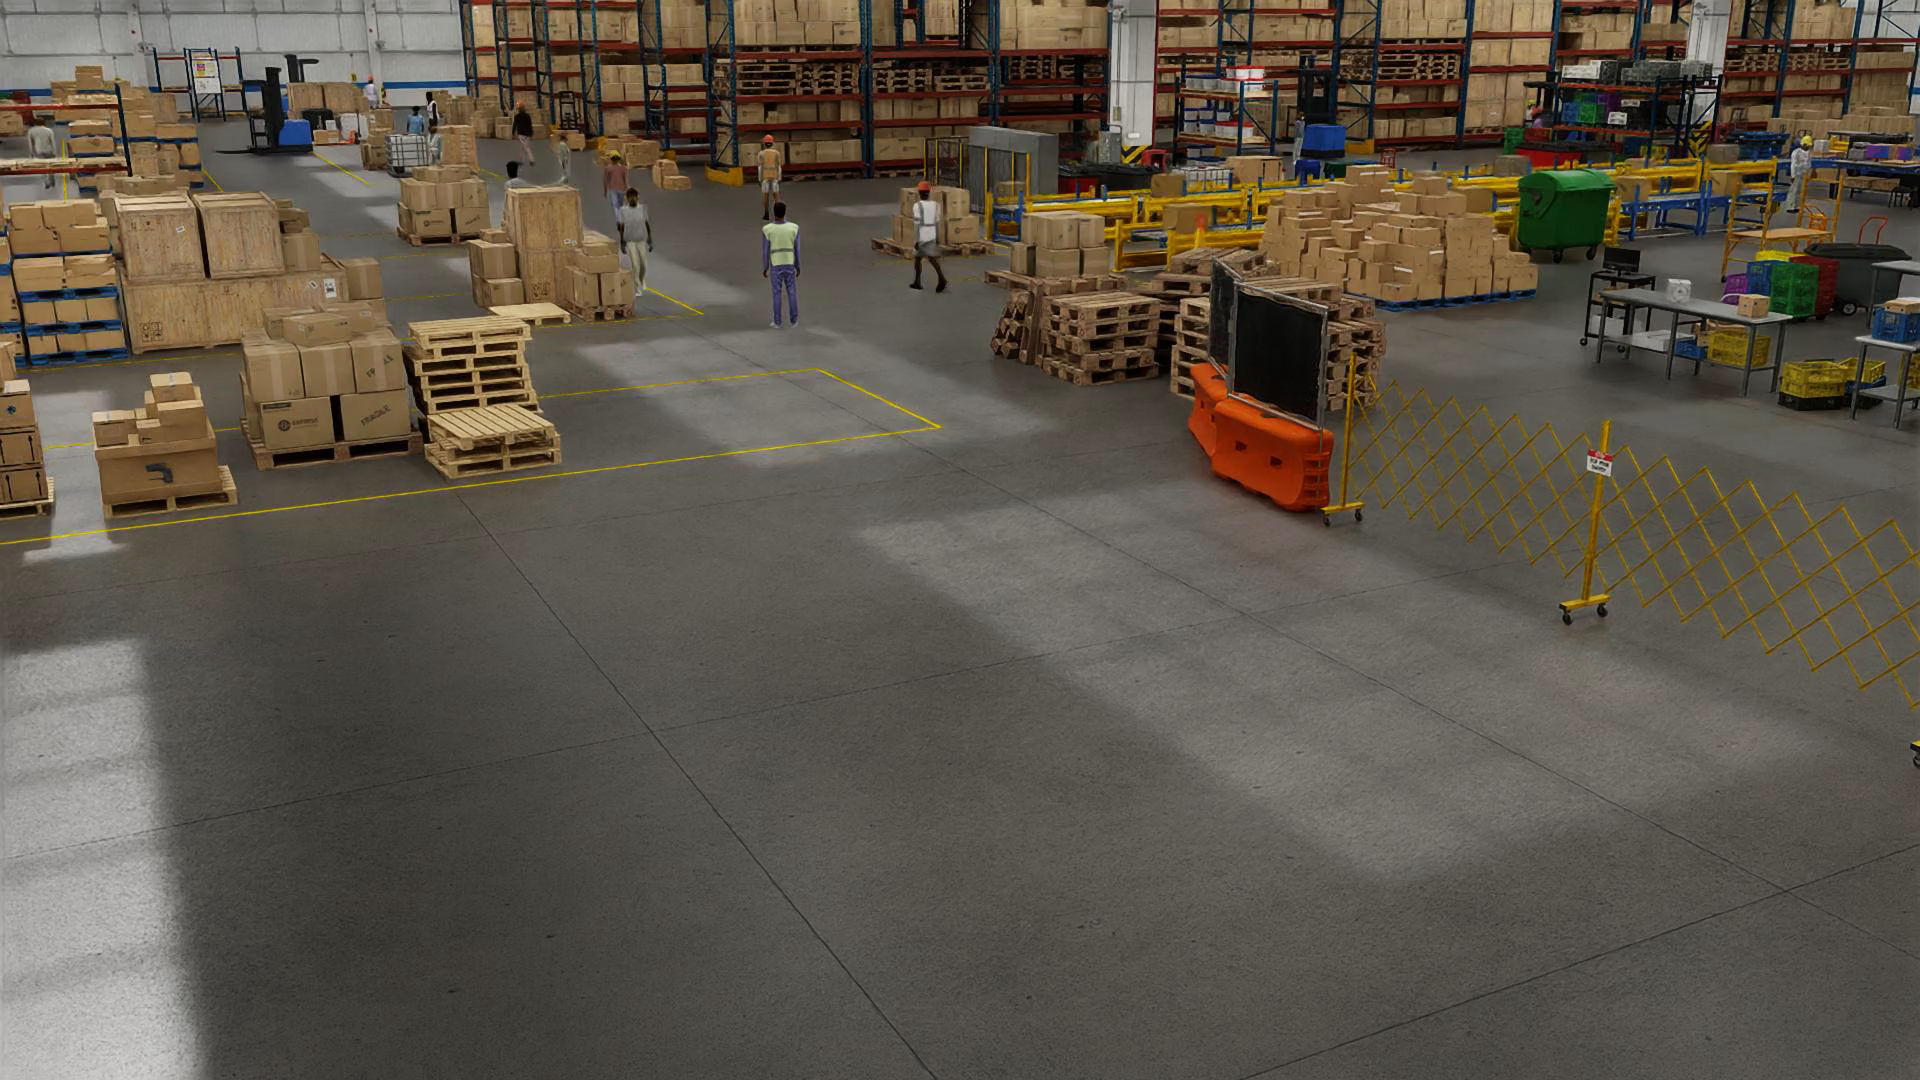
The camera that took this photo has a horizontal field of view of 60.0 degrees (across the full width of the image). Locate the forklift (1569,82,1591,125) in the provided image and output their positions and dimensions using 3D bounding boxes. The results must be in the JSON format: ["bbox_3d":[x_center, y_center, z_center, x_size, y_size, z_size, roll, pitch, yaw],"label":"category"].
[{"bbox_3d":[20.915,-14.576,56.277,1.873,2.768,1.129,-9,20,-27],"label":"forklift"}]

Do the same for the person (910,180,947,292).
[{"bbox_3d":[-0.548,-5.253,28.803,0.554,1.908,0.843,-13,22,-34],"label":"person"}]

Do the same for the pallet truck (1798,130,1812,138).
[{"bbox_3d":[25.526,-11.556,49.408,1.630,1.274,0.653,-9,20,-26],"label":"pallet truck"}]

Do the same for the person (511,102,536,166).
[{"bbox_3d":[-13.564,-12.602,51.658,1.033,1.946,0.611,12,21,32],"label":"person"}]

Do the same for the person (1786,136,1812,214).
[{"bbox_3d":[20.049,-8.710,39.676,0.589,1.833,0.404,-9,20,-26],"label":"person"}]

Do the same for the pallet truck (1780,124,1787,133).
[{"bbox_3d":[25.206,-12.542,52.601,1.601,1.201,0.680,0,18,-2],"label":"pallet truck"}]

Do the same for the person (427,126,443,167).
[{"bbox_3d":[-14.665,-10.746,46.409,0.544,1.587,0.876,9,20,25],"label":"person"}]

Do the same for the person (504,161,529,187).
[{"bbox_3d":[-8.589,-6.375,32.275,1.027,1.911,0.625,11,21,30],"label":"person"}]

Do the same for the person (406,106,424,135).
[{"bbox_3d":[-17.993,-13.510,54.967,0.554,1.633,0.901,-10,20,-28],"label":"person"}]

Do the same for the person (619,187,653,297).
[{"bbox_3d":[-5.530,-5.093,28.377,0.551,1.848,0.451,-4,18,-13],"label":"person"}]

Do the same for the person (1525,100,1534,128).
[{"bbox_3d":[19.558,-14.272,57.214,0.890,1.694,0.526,-5,19,-17],"label":"person"}]

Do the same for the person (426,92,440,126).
[{"bbox_3d":[-18.558,-14.818,58.596,0.393,1.912,0.589,-12,21,-33],"label":"person"}]

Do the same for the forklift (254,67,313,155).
[{"bbox_3d":[-22.858,-14.386,55.683,1.873,2.768,1.129,-9,20,-26],"label":"forklift"}]

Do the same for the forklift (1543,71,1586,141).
[{"bbox_3d":[18.685,-13.231,52.085,1.873,2.768,1.129,-9,20,-26],"label":"forklift"}]

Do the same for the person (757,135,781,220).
[{"bbox_3d":[-4.415,-8.396,38.531,0.552,1.935,0.370,-6,19,-17],"label":"person"}]

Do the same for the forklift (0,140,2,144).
[{"bbox_3d":[-35.424,-15.543,59.291,1.873,2.768,1.129,13,22,35],"label":"forklift"}]

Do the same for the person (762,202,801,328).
[{"bbox_3d":[-2.729,-4.205,25.494,0.587,1.920,0.392,-5,19,-16],"label":"person"}]

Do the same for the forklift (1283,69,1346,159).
[{"bbox_3d":[11.615,-13.871,54.079,1.129,2.768,1.873,-9,20,-27],"label":"forklift"}]

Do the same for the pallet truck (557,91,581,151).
[{"bbox_3d":[-13.495,-14.412,57.188,0.823,1.965,1.885,-3,18,-9],"label":"pallet truck"}]

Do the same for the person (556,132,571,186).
[{"bbox_3d":[-10.393,-9.868,43.620,0.425,1.623,0.532,0,18,0],"label":"person"}]

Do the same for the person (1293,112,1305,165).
[{"bbox_3d":[10.619,-12.559,51.999,0.279,1.633,0.498,16,24,41],"label":"person"}]

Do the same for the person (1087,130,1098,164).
[{"bbox_3d":[3.601,-10.218,44.764,0.849,1.589,0.512,-12,21,-32],"label":"person"}]

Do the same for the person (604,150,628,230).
[{"bbox_3d":[-7.610,-7.771,36.900,0.529,1.734,0.816,-7,19,-21],"label":"person"}]

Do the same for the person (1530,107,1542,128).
[{"bbox_3d":[16.957,-11.876,49.433,0.938,1.894,0.569,5,18,16],"label":"person"}]

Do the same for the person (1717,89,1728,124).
[{"bbox_3d":[27.228,-15.166,59.643,1.035,1.937,0.654,8,20,24],"label":"person"}]

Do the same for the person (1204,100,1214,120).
[{"bbox_3d":[9.632,-16.411,63.975,0.533,1.649,0.872,8,19,24],"label":"person"}]

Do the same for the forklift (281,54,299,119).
[{"bbox_3d":[-28.241,-19.163,70.575,1.873,2.768,1.129,-9,20,-26],"label":"forklift"}]

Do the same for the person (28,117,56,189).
[{"bbox_3d":[-24.987,-10.557,45.355,0.641,1.889,1.021,-9,20,-27],"label":"person"}]

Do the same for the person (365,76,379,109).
[{"bbox_3d":[-25.159,-18.902,71.349,0.577,1.896,0.783,-1,18,-2],"label":"person"}]
